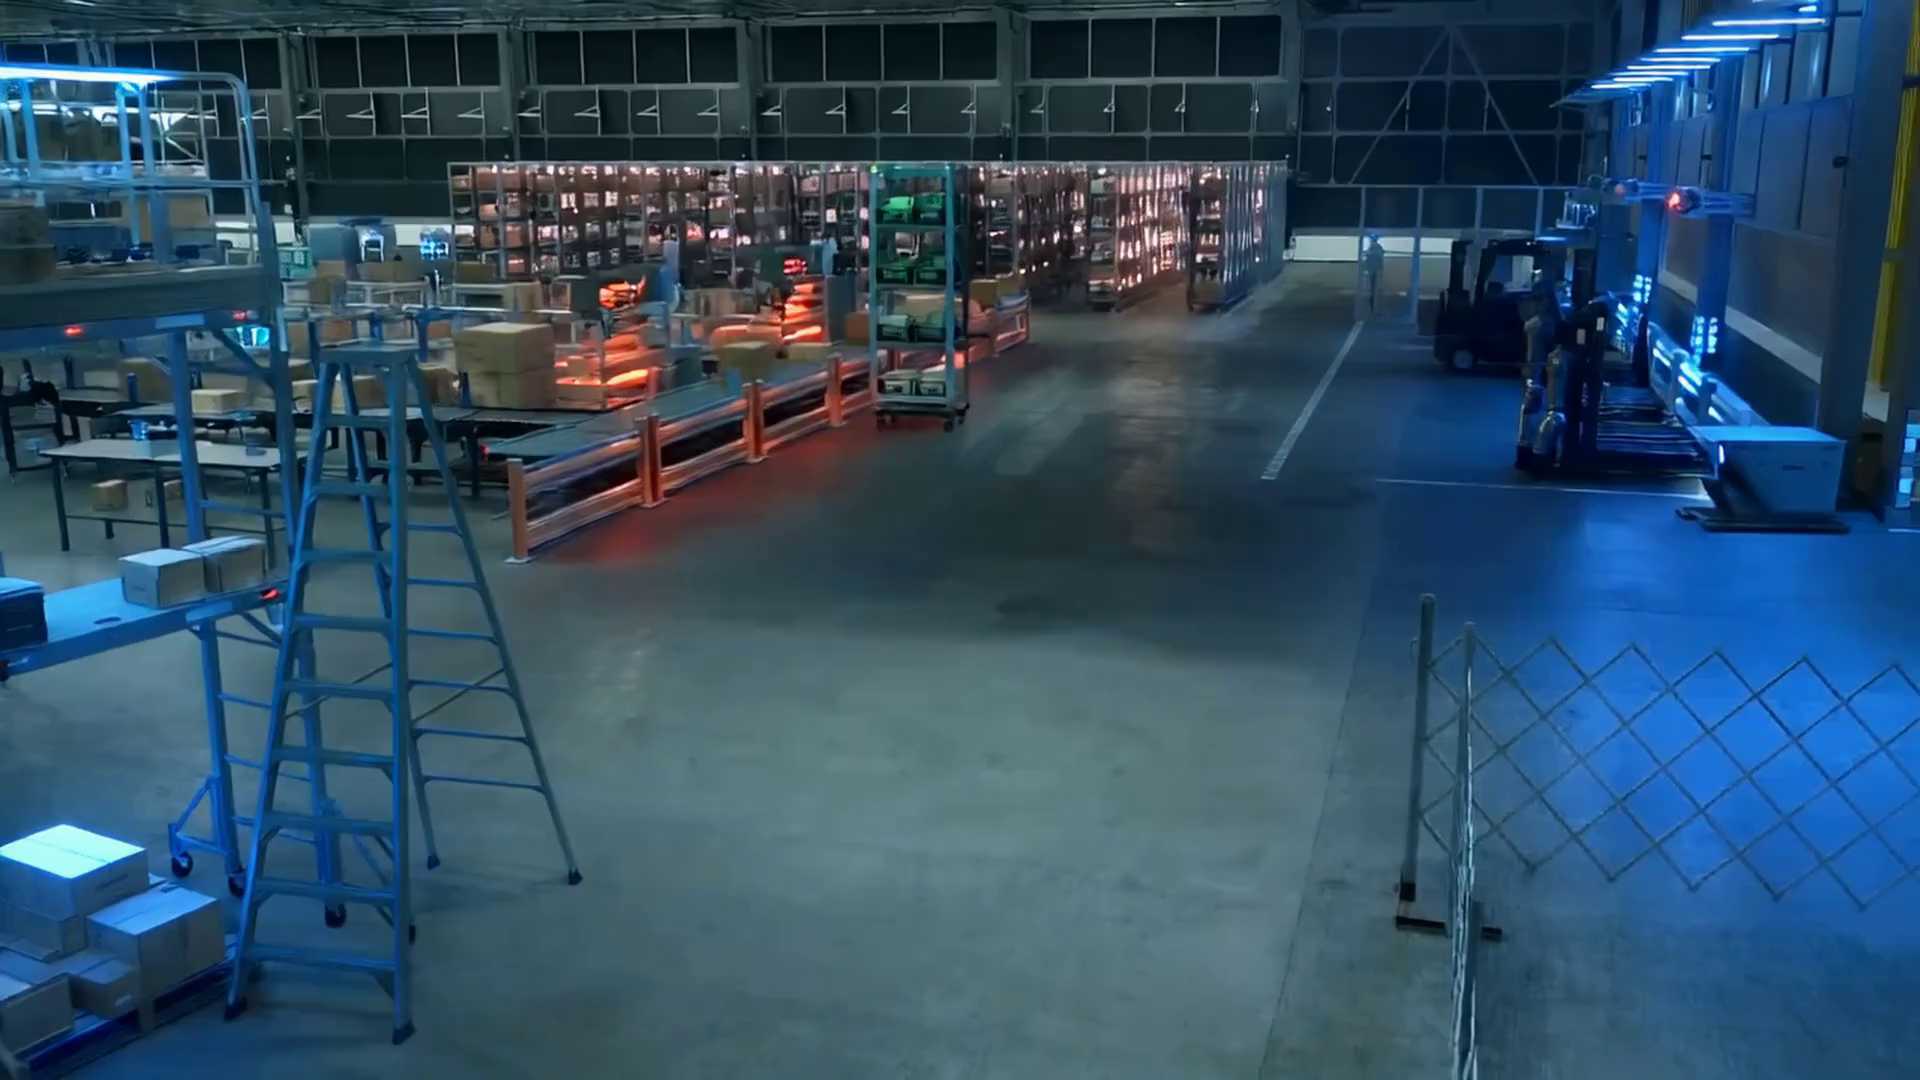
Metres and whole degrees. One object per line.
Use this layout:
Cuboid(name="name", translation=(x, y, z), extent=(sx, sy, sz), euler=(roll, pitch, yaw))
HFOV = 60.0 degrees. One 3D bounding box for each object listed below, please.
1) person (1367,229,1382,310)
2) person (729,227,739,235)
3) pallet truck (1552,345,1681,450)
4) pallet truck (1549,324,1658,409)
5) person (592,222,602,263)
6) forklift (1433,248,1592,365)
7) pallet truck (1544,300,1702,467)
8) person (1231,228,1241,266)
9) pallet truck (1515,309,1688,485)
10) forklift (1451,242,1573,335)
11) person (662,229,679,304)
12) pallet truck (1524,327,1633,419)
Cuboid(name="person", translation=(10.189, -6.648, 40.973), extent=(0.457, 1.979, 0.646), euler=(6, 14, 24))
Cuboid(name="person", translation=(-6.904, -8.883, 50.909), extent=(0.373, 1.840, 0.570), euler=(4, 14, 16))
Cuboid(name="pallet truck", translation=(8.641, -1.896, 21.908), extent=(1.630, 1.274, 0.653), euler=(4, 14, 16))
Cuboid(name="pallet truck", translation=(9.824, -2.669, 25.407), extent=(1.601, 1.201, 0.680), euler=(4, 14, 16))
Cuboid(name="person", translation=(-12.199, -9.966, 55.829), extent=(0.416, 1.740, 0.573), euler=(3, 13, 12))
Cuboid(name="forklift", translation=(9.780, -4.111, 29.280), extent=(2.680, 1.987, 1.157), euler=(3, 13, 14))
Cuboid(name="pallet truck", translation=(8.263, -1.952, 20.631), extent=(1.885, 1.965, 0.823), euler=(5, 14, 20))
Cuboid(name="person", translation=(9.533, -10.351, 57.330), extent=(0.423, 1.819, 0.606), euler=(3, 13, 15))
Cuboid(name="pallet truck", translation=(7.554, -1.677, 19.446), extent=(1.885, 1.965, 0.823), euler=(3, 13, 14))
Cuboid(name="forklift", translation=(10.464, -4.597, 31.405), extent=(2.680, 1.987, 1.157), euler=(4, 14, 16))
Cuboid(name="person", translation=(-7.470, -7.038, 42.806), extent=(0.403, 1.904, 0.651), euler=(4, 14, 16))
Cuboid(name="pallet truck", translation=(9.065, -2.460, 24.370), extent=(1.522, 1.261, 0.704), euler=(3, 13, 14))
